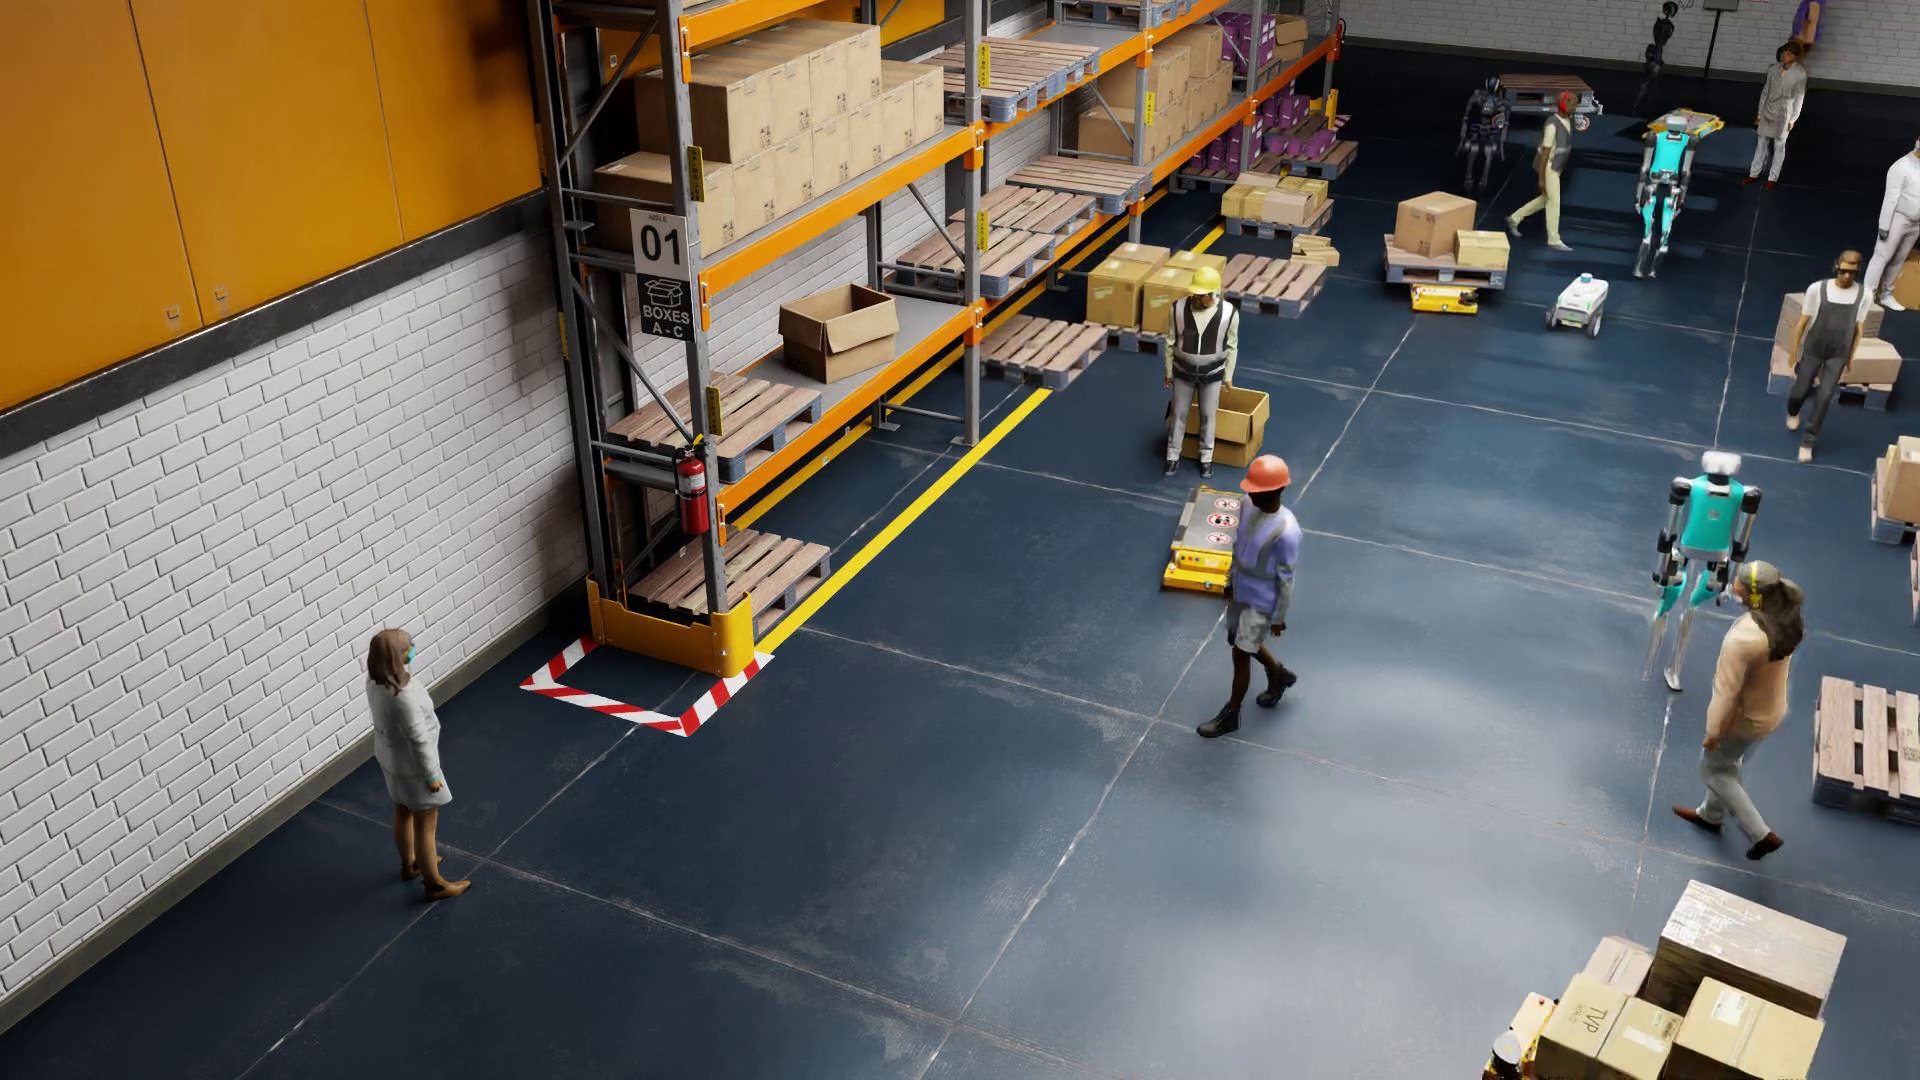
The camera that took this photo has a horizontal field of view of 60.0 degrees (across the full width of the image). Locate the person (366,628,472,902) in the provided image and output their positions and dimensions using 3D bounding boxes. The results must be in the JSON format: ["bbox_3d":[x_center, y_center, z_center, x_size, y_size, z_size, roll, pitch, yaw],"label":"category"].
[{"bbox_3d":[-2.965,1.202,9.030,0.336,1.659,0.496,-24,36,-37],"label":"person"}]

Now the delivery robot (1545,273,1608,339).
[{"bbox_3d":[6.302,-2.399,16.875,0.499,0.595,0.783,17,33,29],"label":"delivery robot"}]

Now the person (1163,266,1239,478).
[{"bbox_3d":[1.958,-1.376,13.638,0.590,1.827,0.404,6,29,10],"label":"person"}]

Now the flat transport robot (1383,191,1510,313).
[{"bbox_3d":[5.165,-2.776,17.875,0.659,0.231,1.431,5,29,9],"label":"flat transport robot"}]

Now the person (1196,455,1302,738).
[{"bbox_3d":[1.862,0.324,10.394,0.763,1.916,0.577,-11,30,-19],"label":"person"}]

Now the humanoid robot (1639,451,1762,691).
[{"bbox_3d":[4.780,0.211,10.875,0.540,1.874,0.672,8,29,15],"label":"humanoid robot"}]

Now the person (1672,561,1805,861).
[{"bbox_3d":[4.400,0.981,9.245,0.608,1.850,0.638,-17,33,-29],"label":"person"}]

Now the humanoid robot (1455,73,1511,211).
[{"bbox_3d":[6.345,-4.827,20.201,0.585,1.661,0.329,10,30,17],"label":"humanoid robot"}]

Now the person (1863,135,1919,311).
[{"bbox_3d":[9.691,-3.252,17.038,0.641,1.905,0.402,-12,30,-21],"label":"person"}]

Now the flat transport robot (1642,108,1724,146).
[{"bbox_3d":[10.261,-5.847,23.570,0.659,0.231,1.431,22,35,35],"label":"flat transport robot"}]

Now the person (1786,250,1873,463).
[{"bbox_3d":[7.301,-1.597,14.055,0.508,1.825,0.655,10,30,18],"label":"person"}]

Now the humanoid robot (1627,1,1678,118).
[{"bbox_3d":[10.128,-7.034,24.307,0.412,1.640,0.585,10,30,18],"label":"humanoid robot"}]

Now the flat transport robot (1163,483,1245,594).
[{"bbox_3d":[2.005,-0.017,12.760,0.659,0.231,1.431,8,29,14],"label":"flat transport robot"}]

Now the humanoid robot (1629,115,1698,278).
[{"bbox_3d":[7.546,-3.602,17.863,0.543,1.769,0.776,6,29,11],"label":"humanoid robot"}]

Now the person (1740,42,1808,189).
[{"bbox_3d":[10.334,-5.370,21.042,0.361,1.829,0.515,-22,36,-35],"label":"person"}]

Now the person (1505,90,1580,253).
[{"bbox_3d":[6.707,-4.225,18.927,0.797,1.818,0.585,18,33,30],"label":"person"}]

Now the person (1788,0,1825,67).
[{"bbox_3d":[12.678,-7.595,25.076,0.486,1.916,0.540,11,30,20],"label":"person"}]

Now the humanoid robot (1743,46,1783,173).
[{"bbox_3d":[10.644,-5.600,21.653,0.435,1.659,0.601,-8,29,-14],"label":"humanoid robot"}]

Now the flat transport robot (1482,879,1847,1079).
[{"bbox_3d":[3.293,2.620,7.870,1.431,0.231,0.659,19,34,32],"label":"flat transport robot"}]
